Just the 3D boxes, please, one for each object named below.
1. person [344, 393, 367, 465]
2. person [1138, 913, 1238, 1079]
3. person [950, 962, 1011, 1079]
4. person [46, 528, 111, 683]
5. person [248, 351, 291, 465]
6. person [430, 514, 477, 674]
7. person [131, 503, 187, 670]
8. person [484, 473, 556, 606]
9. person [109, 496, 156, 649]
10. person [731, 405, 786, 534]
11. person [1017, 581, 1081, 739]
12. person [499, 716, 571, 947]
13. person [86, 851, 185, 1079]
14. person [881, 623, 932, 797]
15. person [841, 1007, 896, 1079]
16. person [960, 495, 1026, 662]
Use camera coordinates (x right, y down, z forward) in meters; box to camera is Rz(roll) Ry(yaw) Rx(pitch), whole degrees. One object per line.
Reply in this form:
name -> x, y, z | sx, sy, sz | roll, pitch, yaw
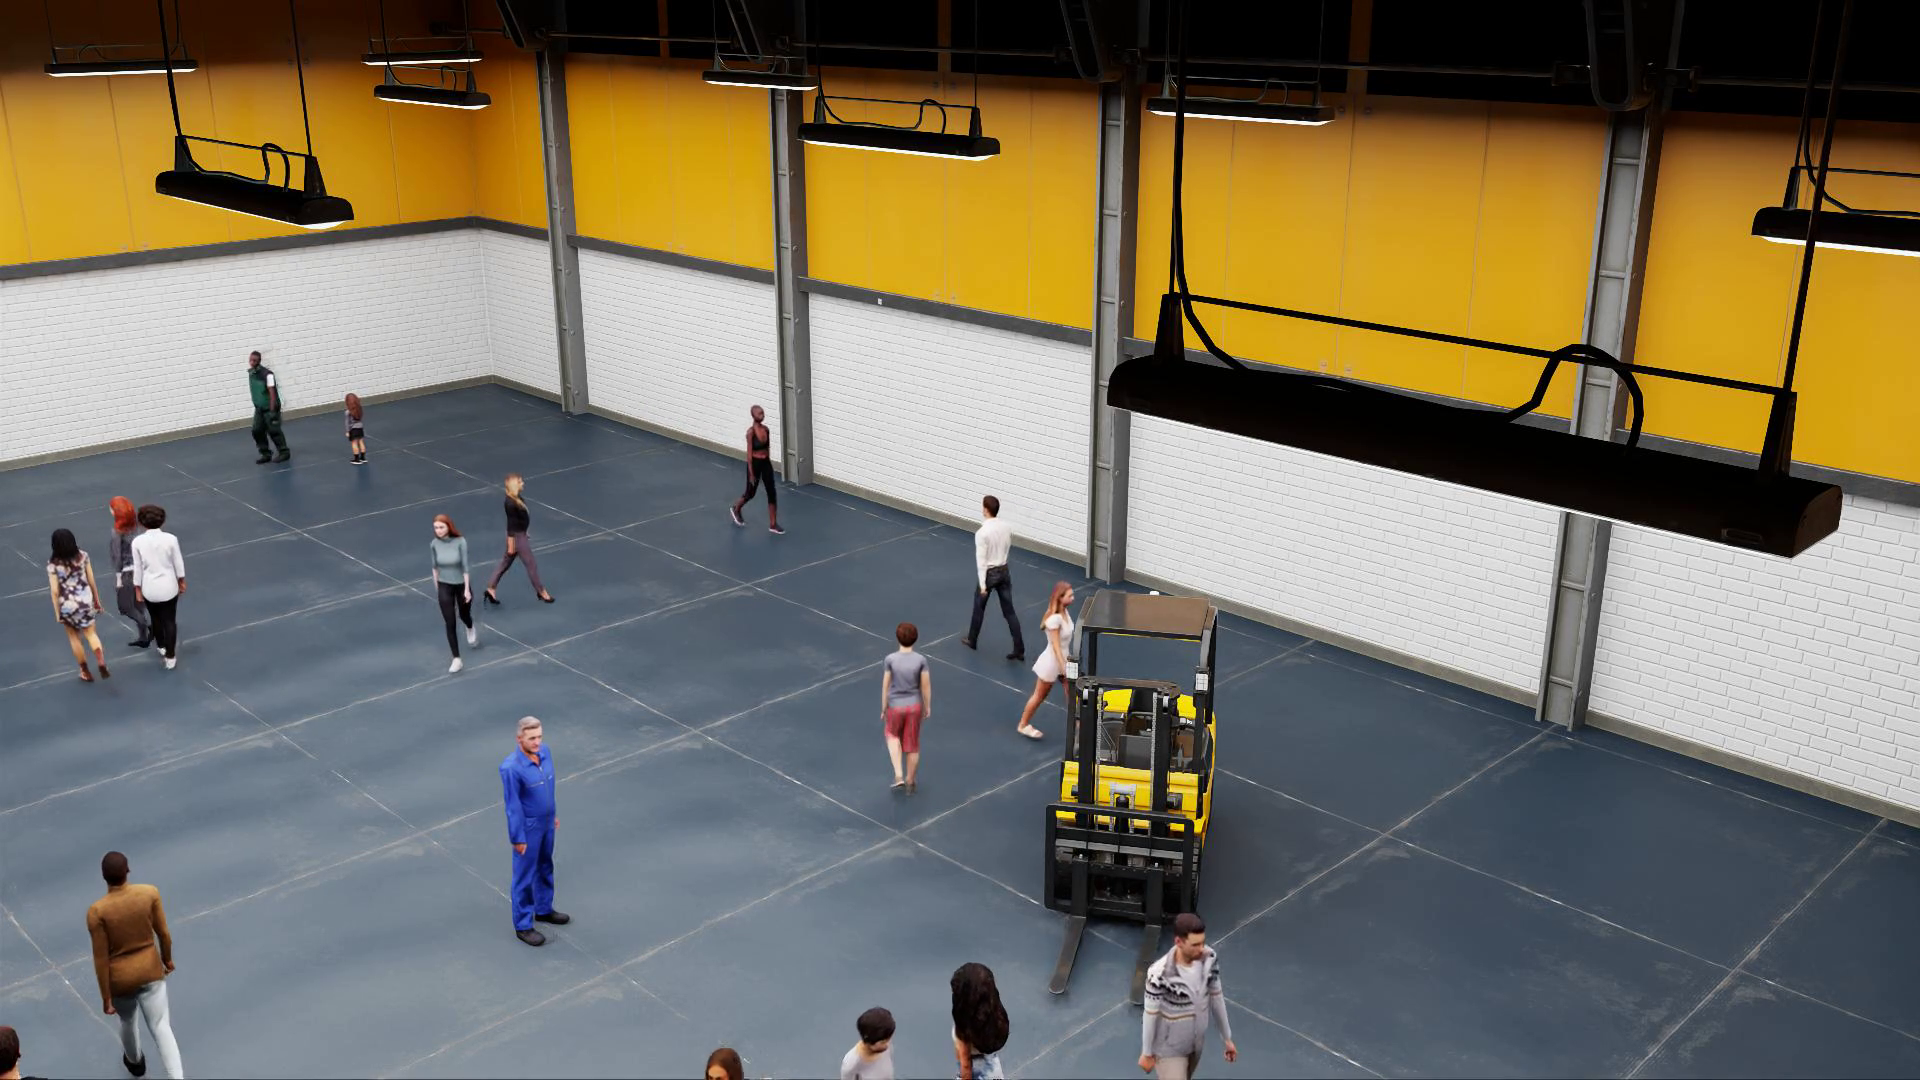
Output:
person -> -9.314, -1.728, 25.621 | 0.543, 1.107, 0.526 | 9, 20, 24
person -> 1.298, 3.062, 10.268 | 0.810, 1.827, 1.150 | -14, 23, -35
person -> 0.173, 3.291, 9.973 | 1.095, 1.581, 0.780 | 10, 21, 26
person -> -9.192, 0.727, 17.375 | 0.611, 1.717, 0.835 | -18, 25, -42
person -> -10.546, -2.022, 25.428 | 0.853, 1.787, 0.884 | 13, 22, 33
person -> -5.437, 0.524, 17.976 | 1.024, 1.717, 1.111 | -1, 19, -2
person -> -8.600, 0.523, 17.883 | 0.853, 1.781, 1.020 | -9, 20, -24
person -> -5.320, 0.041, 19.558 | 0.992, 1.624, 1.076 | -5, 19, -15
person -> -9.058, 0.386, 18.314 | 0.855, 1.765, 0.793 | 1, 19, 4
person -> -2.777, -0.960, 22.372 | 1.161, 1.724, 0.666 | 15, 24, 38
person -> 0.846, 1.200, 16.071 | 1.167, 1.652, 0.796 | 10, 21, 27
person -> -3.310, 2.198, 12.837 | 0.718, 1.826, 0.789 | 8, 20, 21
person -> -5.334, 2.895, 10.843 | 0.693, 1.777, 1.210 | -15, 24, -38
person -> -0.496, 1.567, 15.003 | 0.779, 1.639, 0.838 | -1, 19, -4
person -> -0.599, 3.369, 9.849 | 0.610, 1.513, 0.935 | -17, 25, -40
person -> 0.449, 0.454, 18.013 | 0.791, 1.828, 1.227 | -14, 23, -35
